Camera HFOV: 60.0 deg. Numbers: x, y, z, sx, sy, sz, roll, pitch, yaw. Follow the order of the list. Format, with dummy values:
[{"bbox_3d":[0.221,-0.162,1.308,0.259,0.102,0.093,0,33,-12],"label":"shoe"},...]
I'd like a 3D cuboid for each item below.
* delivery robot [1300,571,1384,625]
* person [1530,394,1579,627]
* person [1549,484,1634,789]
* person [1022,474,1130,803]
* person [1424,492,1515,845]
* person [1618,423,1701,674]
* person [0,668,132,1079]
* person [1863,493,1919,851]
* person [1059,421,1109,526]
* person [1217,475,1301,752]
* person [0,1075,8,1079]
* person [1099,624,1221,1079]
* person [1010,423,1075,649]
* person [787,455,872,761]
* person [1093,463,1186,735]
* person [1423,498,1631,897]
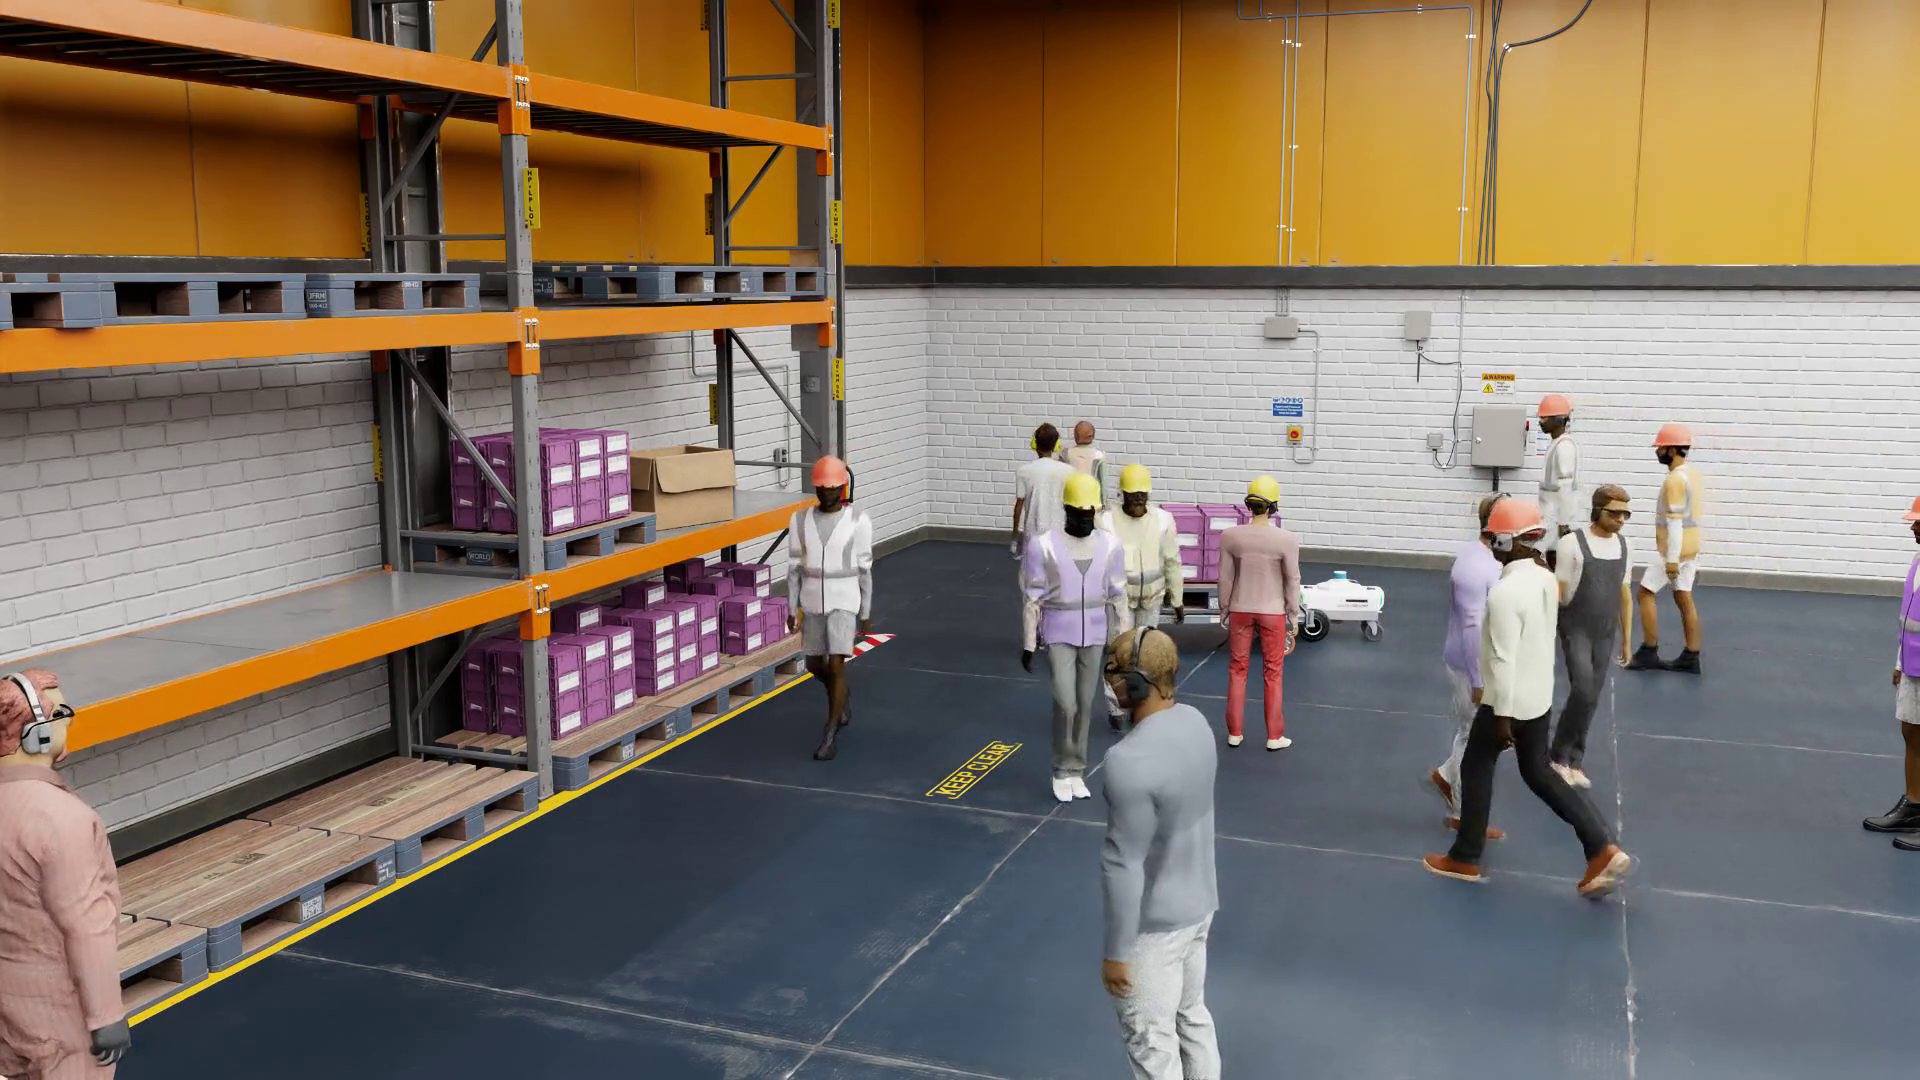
[{"bbox_3d":[3.174,0.504,13.911,0.707,0.478,0.477,1,9,6],"label":"delivery robot"},{"bbox_3d":[5.071,-0.238,14.253,0.449,2.023,0.636,3,9,17],"label":"person"},{"bbox_3d":[3.708,0.577,9.762,0.540,1.823,0.465,-3,10,-18],"label":"person"},{"bbox_3d":[0.689,0.571,9.530,0.617,1.907,0.542,-3,9,-17],"label":"person"},{"bbox_3d":[2.772,0.681,8.863,0.484,1.914,0.636,8,12,40],"label":"person"},{"bbox_3d":[5.378,0.065,12.706,0.722,1.907,0.568,7,11,36],"label":"person"},{"bbox_3d":[-2.657,1.317,4.865,0.638,1.911,0.406,4,10,26],"label":"person"},{"bbox_3d":[5.115,0.673,8.810,0.356,1.937,0.552,0,9,2],"label":"person"},{"bbox_3d":[1.225,-0.366,16.350,0.519,1.617,0.607,2,9,13],"label":"person"},{"bbox_3d":[1.914,0.467,10.647,0.533,1.767,0.324,4,10,24],"label":"person"},{"bbox_3d":[-1.934,1.638,3.078,0.621,1.838,0.429,2,9,12],"label":"person"},{"bbox_3d":[0.633,1.227,5.403,0.392,1.927,0.645,5,10,29],"label":"person"},{"bbox_3d":[0.656,-0.022,13.456,0.537,1.848,0.404,-1,9,-8],"label":"person"},{"bbox_3d":[-0.815,0.390,10.656,0.551,1.915,0.835,2,9,13],"label":"person"},{"bbox_3d":[1.158,0.394,10.976,0.627,1.807,0.590,-2,9,-11],"label":"person"},{"bbox_3d":[2.805,0.775,8.132,0.931,1.962,0.622,8,12,43],"label":"person"}]
